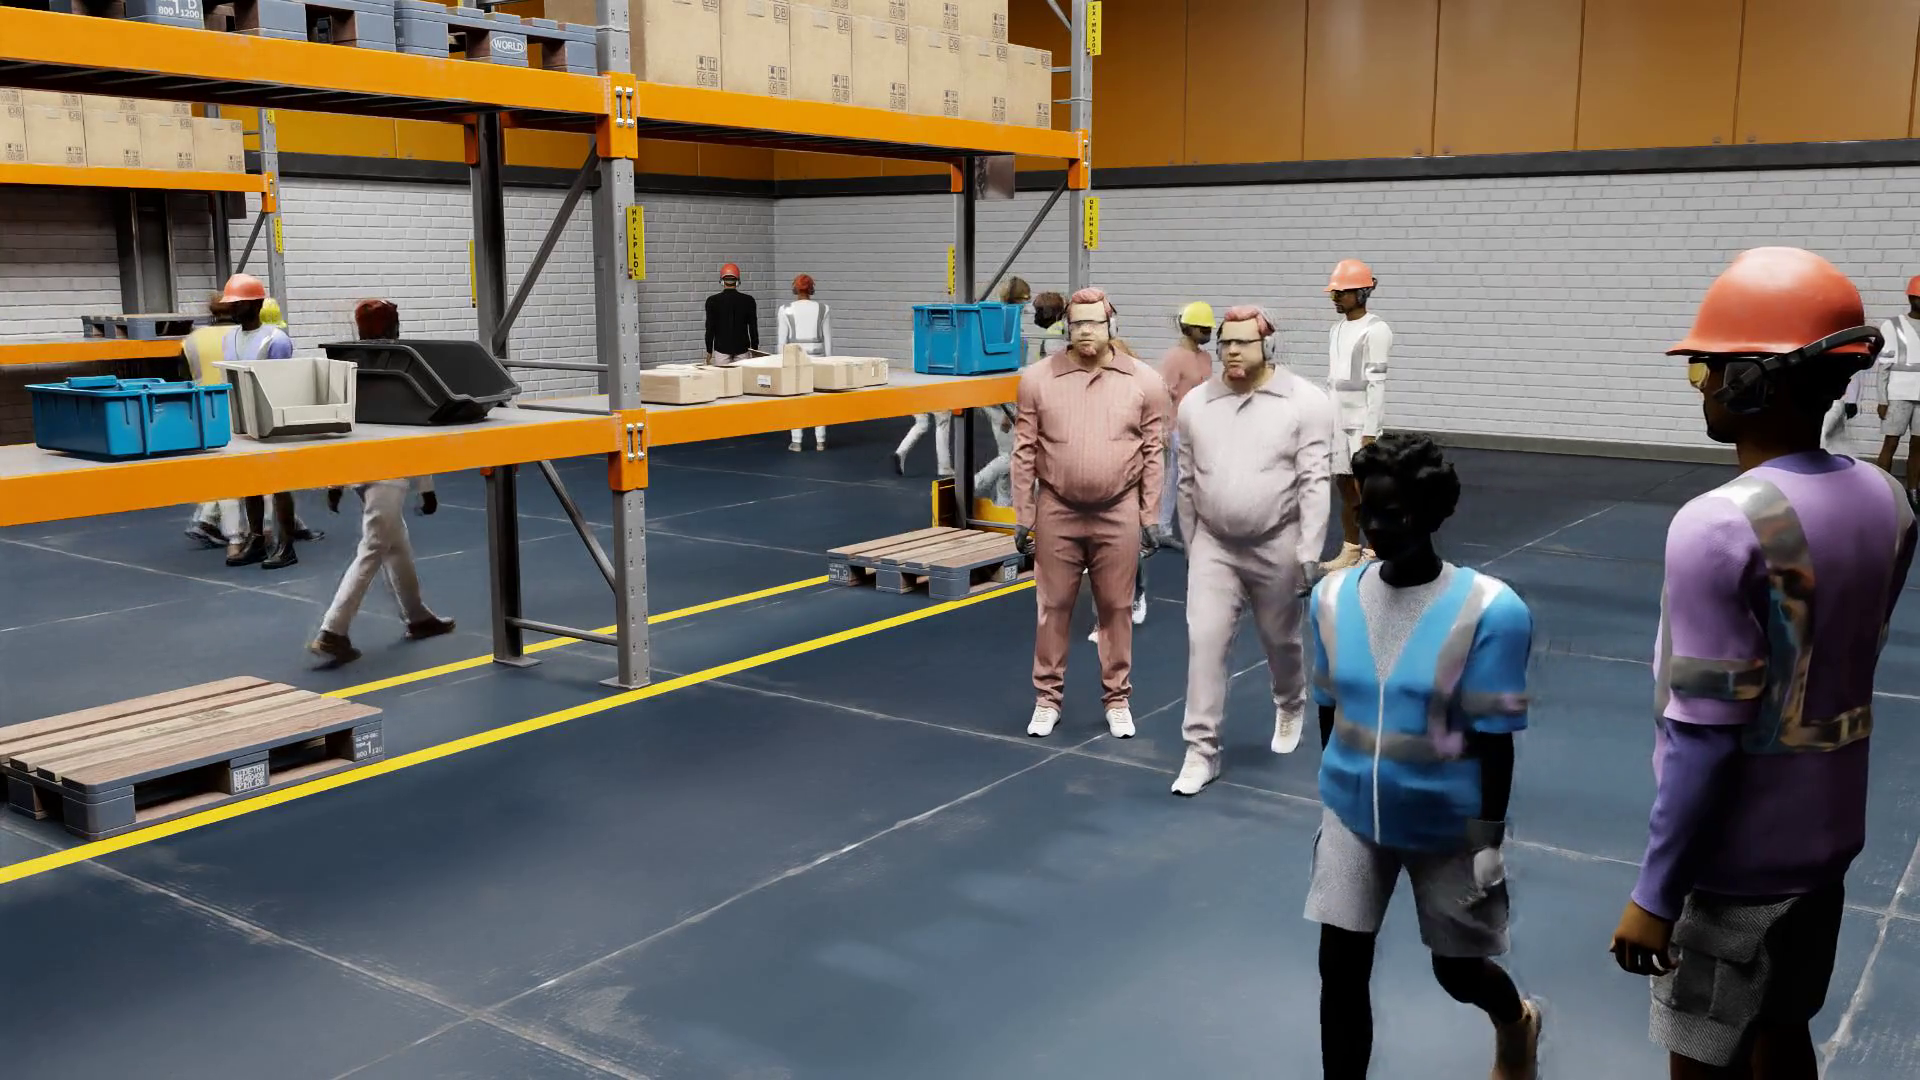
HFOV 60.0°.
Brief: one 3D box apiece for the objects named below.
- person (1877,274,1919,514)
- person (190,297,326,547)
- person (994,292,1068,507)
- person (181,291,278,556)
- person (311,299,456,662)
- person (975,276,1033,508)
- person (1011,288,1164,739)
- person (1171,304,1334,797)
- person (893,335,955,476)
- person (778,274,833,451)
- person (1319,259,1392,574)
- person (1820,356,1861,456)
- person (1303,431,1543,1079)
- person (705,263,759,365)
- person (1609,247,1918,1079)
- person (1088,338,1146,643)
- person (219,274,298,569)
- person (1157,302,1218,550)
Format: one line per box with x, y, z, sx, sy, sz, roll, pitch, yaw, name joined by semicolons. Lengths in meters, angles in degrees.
7.580;-1.150;13.239;0.538;1.929;0.383;0;10;2;person
-5.037;-0.822;11.754;0.879;1.778;0.608;-6;11;-30;person
0.796;-1.068;13.179;0.983;1.790;0.635;3;10;19;person
-4.983;-0.797;11.450;0.643;1.818;0.508;-1;10;-5;person
-3.019;-0.317;8.555;0.597;1.842;0.983;6;11;30;person
0.265;-0.983;12.291;0.617;1.920;0.644;-2;10;-9;person
0.539;-0.104;7.053;0.651;1.906;0.409;1;10;3;person
1.152;0.004;6.554;0.640;1.865;0.975;4;10;23;person
-0.308;-1.381;15.516;0.521;1.622;0.640;9;13;42;person
-1.645;-1.883;17.715;0.584;1.882;0.337;-2;10;-14;person
2.473;-0.749;10.543;0.419;2.035;0.601;-3;10;-18;person
7.089;-1.178;13.753;0.798;1.798;0.669;1;10;3;person
1.031;0.582;3.666;0.531;1.670;0.726;8;13;41;person
-2.655;-2.210;19.339;0.623;1.992;0.397;-3;10;-15;person
1.362;0.523;2.916;0.608;2.044;0.370;-7;12;-38;person
0.831;-0.271;8.879;0.517;1.622;0.415;4;10;21;person
-4.641;-0.773;10.946;0.552;1.936;0.360;4;10;21;person
1.660;-0.755;11.424;0.818;1.735;0.541;7;12;37;person
